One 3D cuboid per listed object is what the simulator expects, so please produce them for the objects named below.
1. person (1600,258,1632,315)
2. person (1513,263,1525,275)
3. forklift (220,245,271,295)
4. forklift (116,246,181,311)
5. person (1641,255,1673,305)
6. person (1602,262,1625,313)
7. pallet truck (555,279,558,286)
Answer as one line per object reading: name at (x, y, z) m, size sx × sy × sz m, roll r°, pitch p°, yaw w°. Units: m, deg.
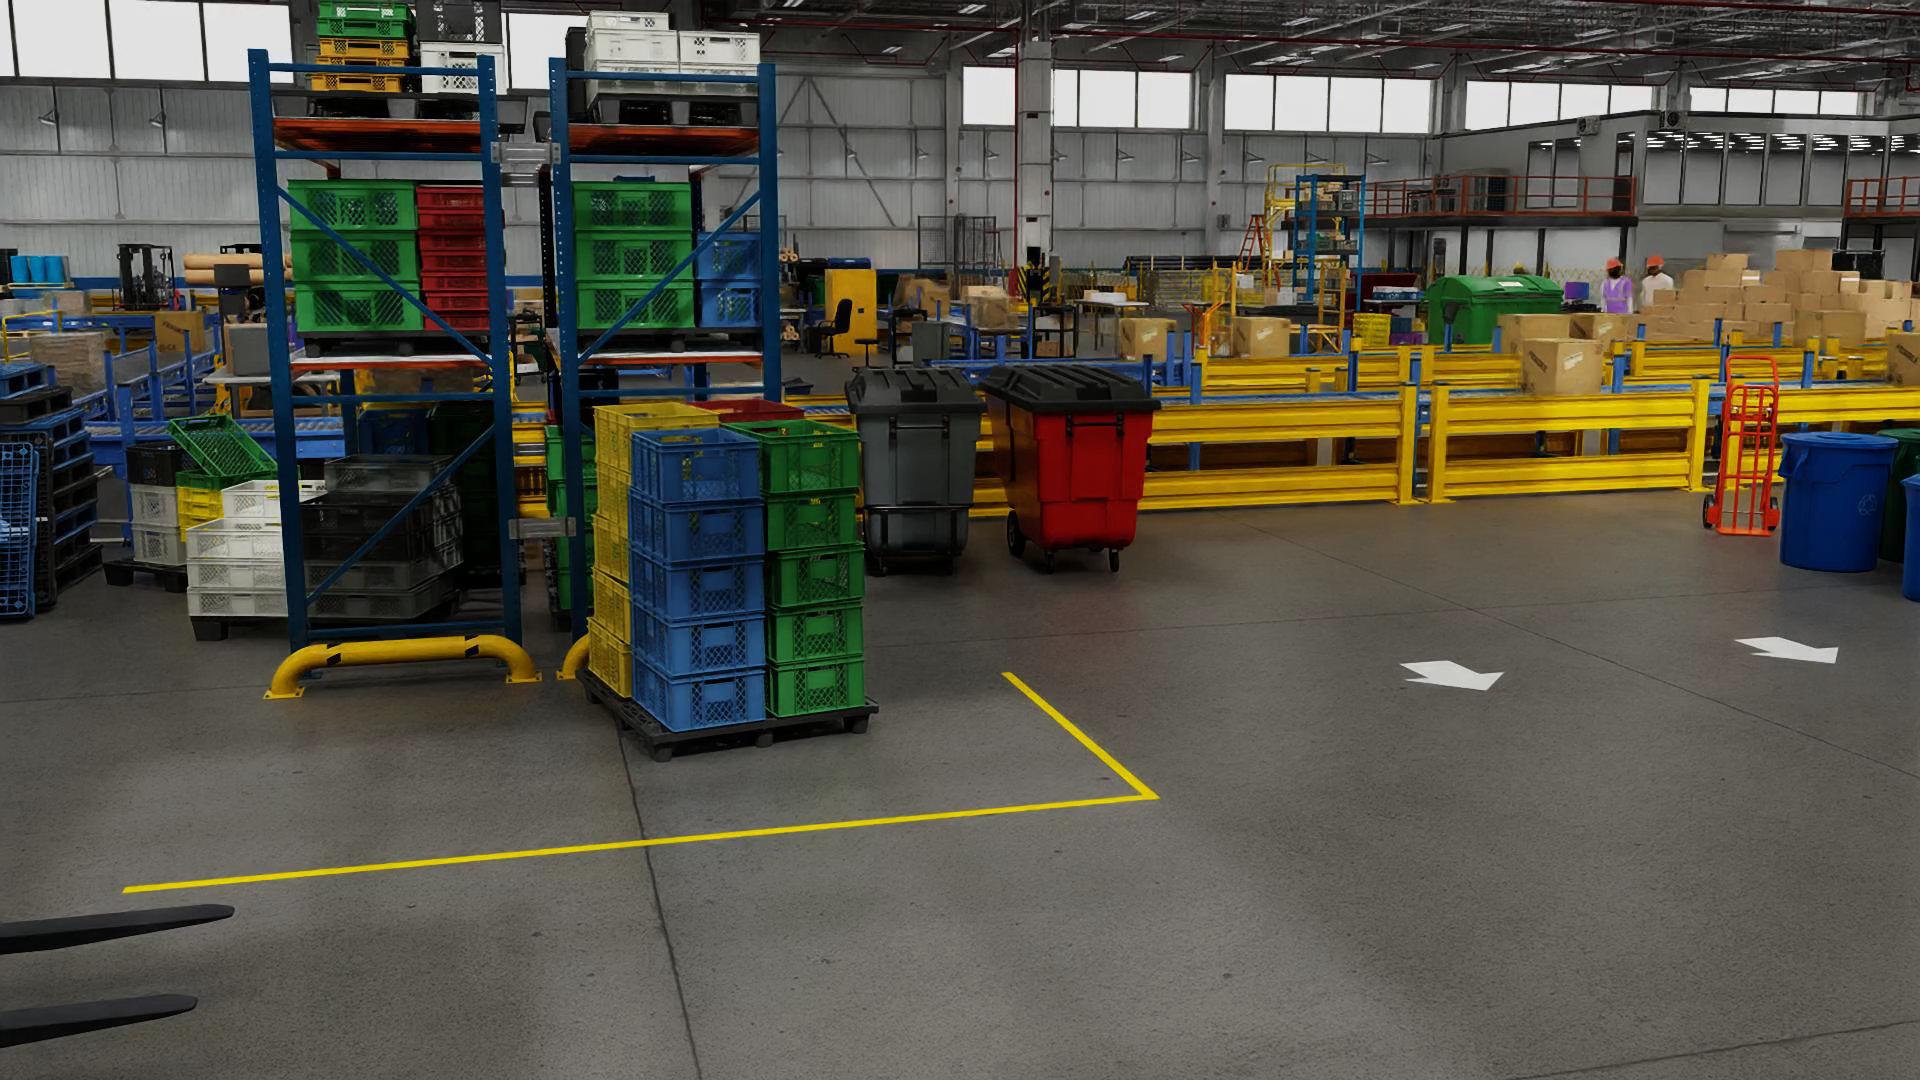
person at (11.723, -4.076, 29.778) m, size 0.504 × 1.906 × 0.557 m, roll -6°, pitch 12°, yaw -30°
person at (13.589, -5.869, 40.457) m, size 0.480 × 1.723 × 0.406 m, roll -3°, pitch 10°, yaw -16°
forklift at (-17.749, -6.334, 41.440) m, size 1.157 × 1.987 × 2.680 m, roll -3°, pitch 10°, yaw -17°
forklift at (-19.966, -6.232, 40.894) m, size 1.157 × 1.987 × 2.680 m, roll -3°, pitch 10°, yaw -15°
person at (11.739, -3.819, 28.123) m, size 0.413 × 1.983 × 0.633 m, roll -5°, pitch 11°, yaw -28°
person at (12.989, -4.620, 33.125) m, size 0.615 × 1.815 × 0.472 m, roll -6°, pitch 12°, yaw -30°
pallet truck at (-10.604, -6.375, 44.520) m, size 0.653 × 1.274 × 1.630 m, roll -3°, pitch 10°, yaw -15°
